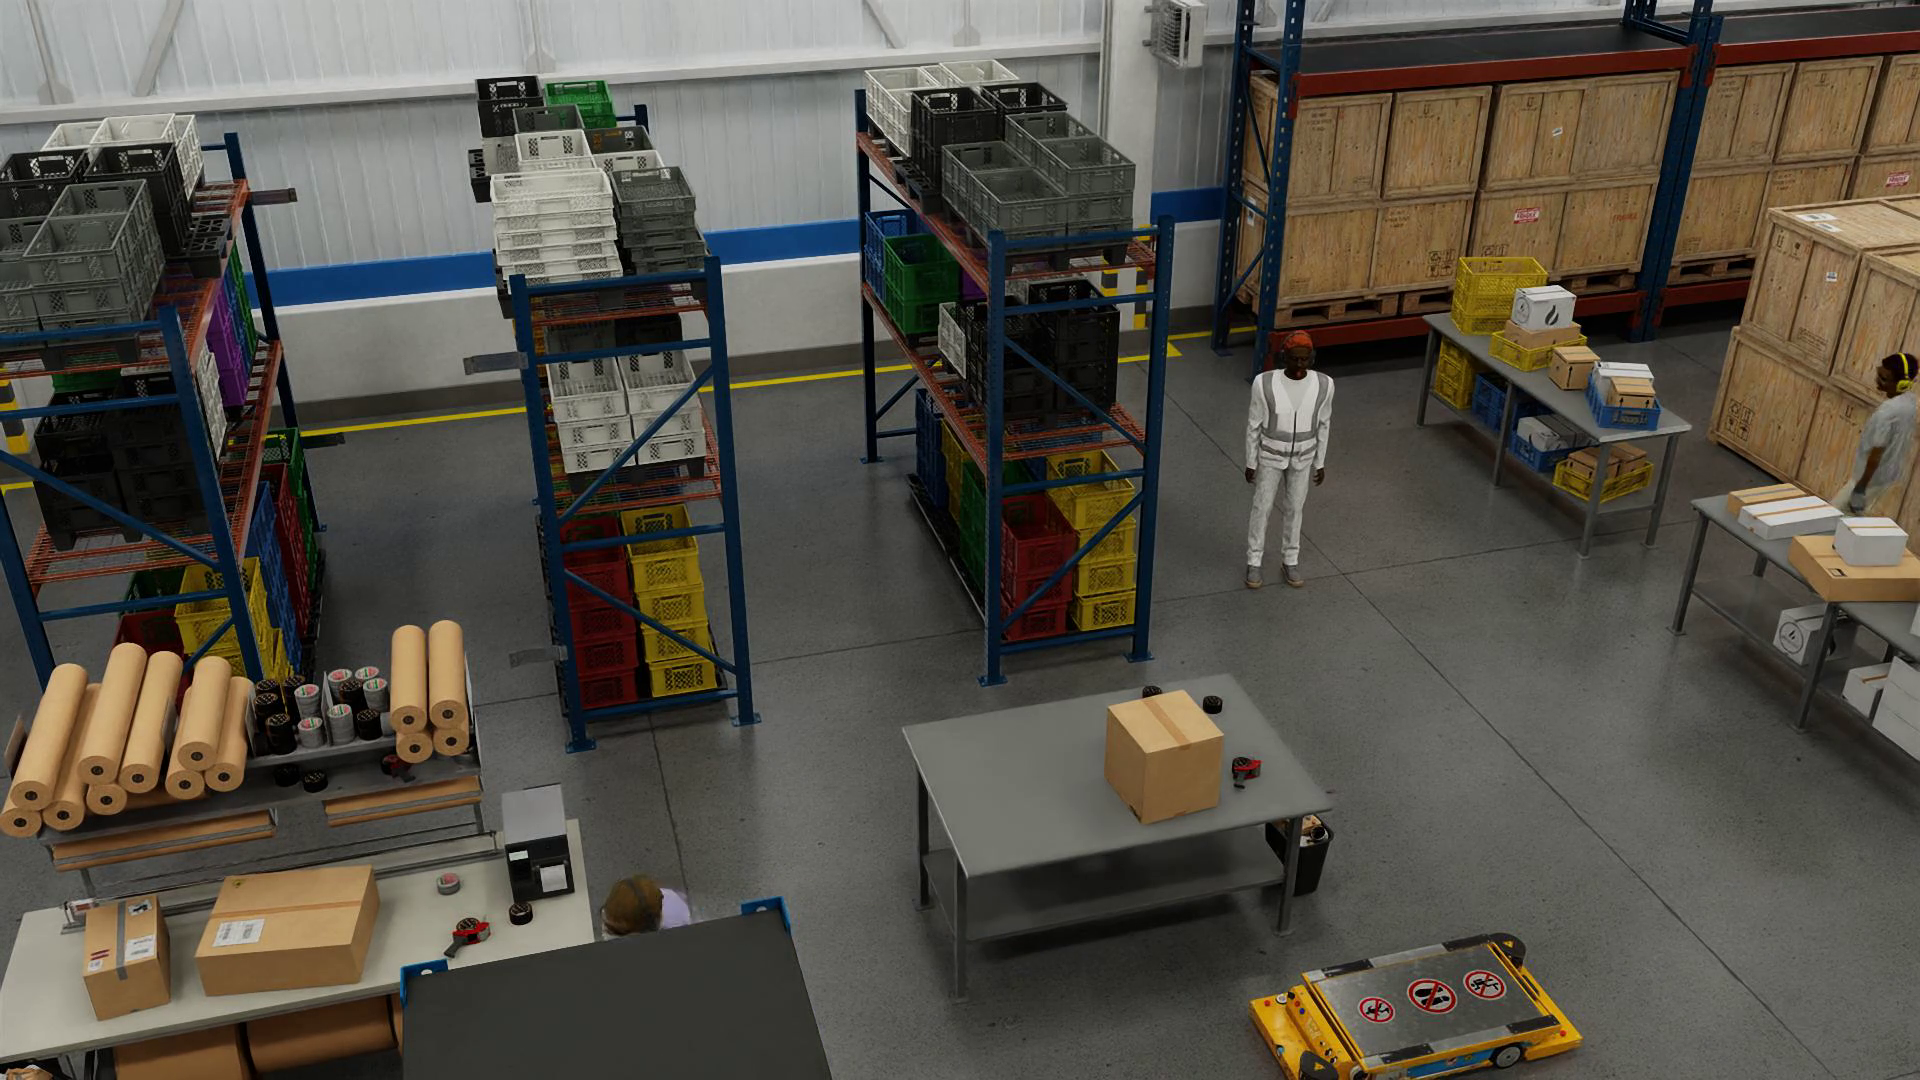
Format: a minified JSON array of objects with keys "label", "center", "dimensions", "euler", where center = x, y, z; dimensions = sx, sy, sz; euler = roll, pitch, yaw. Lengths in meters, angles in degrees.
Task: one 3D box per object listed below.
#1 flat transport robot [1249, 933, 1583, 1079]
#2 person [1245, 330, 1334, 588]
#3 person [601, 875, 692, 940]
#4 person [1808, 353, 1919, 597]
[{"label":"flat transport robot","center":[2.184,2.282,7.980],"dimensions":[1.431,0.197,0.652],"euler":[-8,30,-14]},{"label":"person","center":[2.246,-0.549,11.471],"dimensions":[0.575,1.883,0.355],"euler":[-1,29,-2]},{"label":"person","center":[-1.225,2.060,6.706],"dimensions":[0.737,1.901,0.644],"euler":[5,29,8]},{"label":"person","center":[6.148,-0.436,11.304],"dimensions":[0.571,1.846,0.398],"euler":[-19,34,-31]}]
